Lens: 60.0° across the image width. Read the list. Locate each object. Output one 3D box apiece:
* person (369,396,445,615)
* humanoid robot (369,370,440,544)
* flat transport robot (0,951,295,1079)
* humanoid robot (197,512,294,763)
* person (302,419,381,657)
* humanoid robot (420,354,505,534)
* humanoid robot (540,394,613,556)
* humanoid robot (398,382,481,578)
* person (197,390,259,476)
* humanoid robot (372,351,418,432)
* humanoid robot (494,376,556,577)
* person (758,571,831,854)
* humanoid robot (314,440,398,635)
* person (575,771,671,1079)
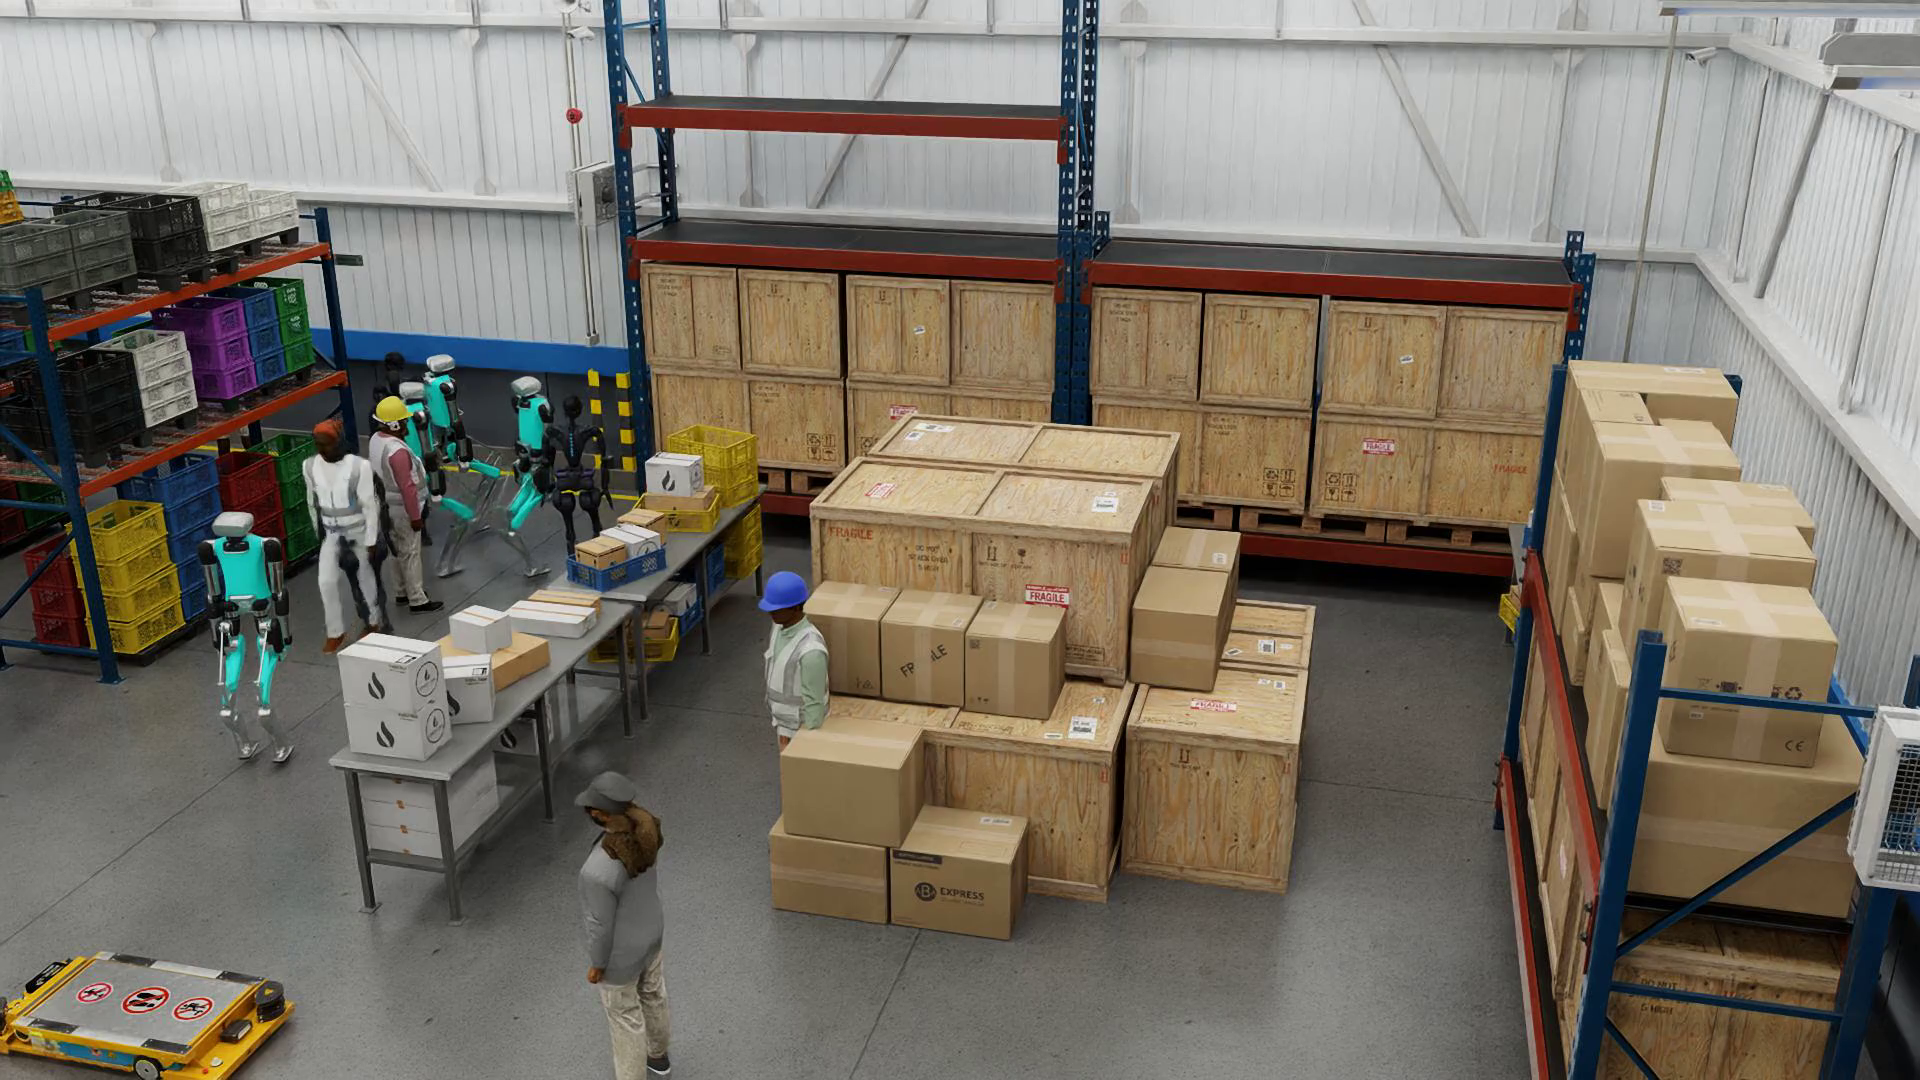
[{"bbox_3d":[-4.547,-0.285,13.602,0.404,1.833,0.585,-16,26,-37],"label":"person"},{"bbox_3d":[-5.019,-0.739,15.015,0.609,1.648,0.335,-12,24,-29],"label":"humanoid robot"},{"bbox_3d":[-4.270,2.464,8.601,1.431,0.231,0.659,5,22,13],"label":"flat transport robot"},{"bbox_3d":[-4.745,0.705,11.018,0.530,1.710,0.715,-2,21,-6],"label":"humanoid robot"},{"bbox_3d":[-4.774,-0.001,12.824,0.580,1.863,0.723,1,21,3],"label":"person"},{"bbox_3d":[-4.450,-0.895,15.152,0.735,1.671,0.533,-17,27,-37],"label":"humanoid robot"},{"bbox_3d":[-3.287,-0.438,14.213,0.615,1.654,0.307,-3,21,-9],"label":"humanoid robot"},{"bbox_3d":[-4.435,-0.518,14.349,0.672,1.796,0.533,-14,25,-33],"label":"humanoid robot"},{"bbox_3d":[-7.087,-1.346,16.085,0.607,2.044,0.392,-8,22,-19],"label":"person"},{"bbox_3d":[-5.275,-0.960,15.589,0.396,1.652,0.589,14,25,32],"label":"humanoid robot"},{"bbox_3d":[-3.776,-0.468,14.225,0.537,1.811,0.665,19,28,41],"label":"humanoid robot"},{"bbox_3d":[-0.972,1.080,9.888,0.411,1.939,0.602,-10,23,-24],"label":"person"},{"bbox_3d":[-4.713,0.030,13.005,0.603,1.650,0.361,-13,25,-31],"label":"humanoid robot"},{"bbox_3d":[-1.589,1.905,7.959,0.399,1.768,0.570,6,22,16],"label":"person"}]
